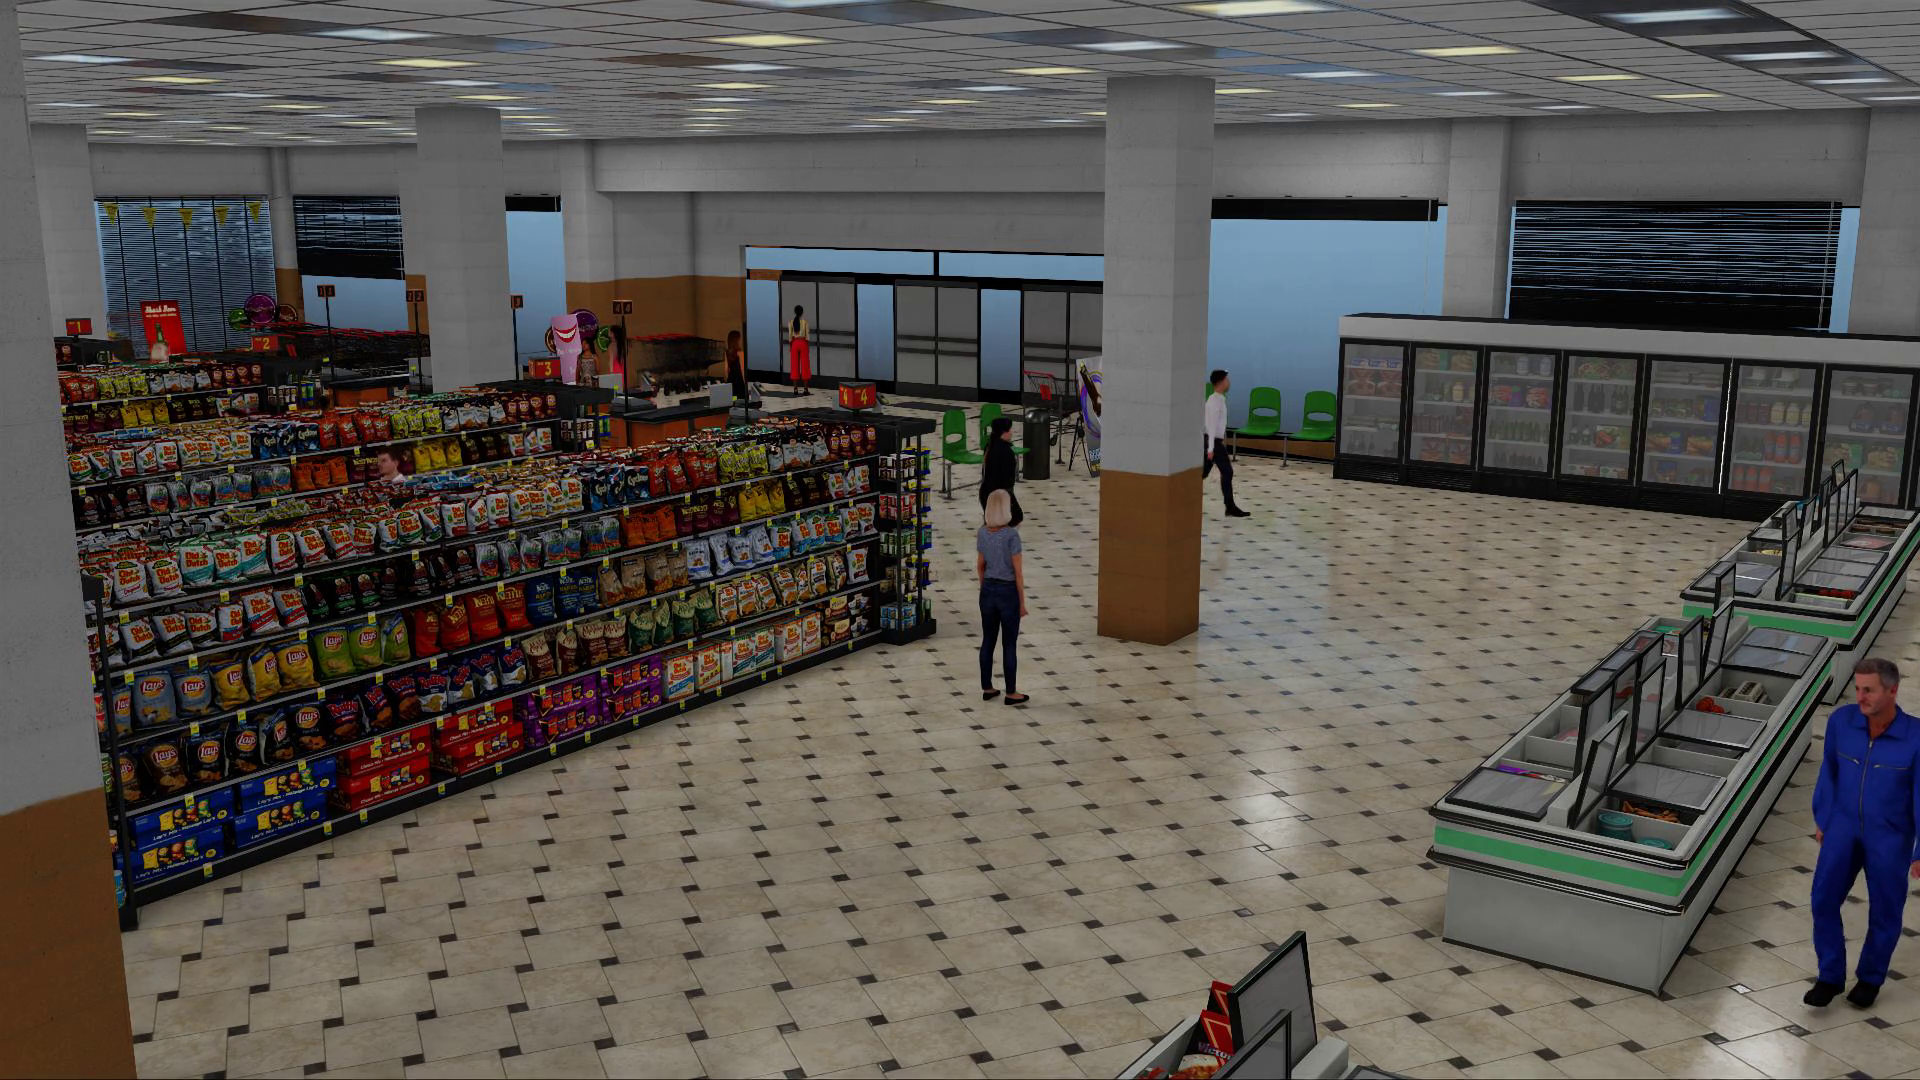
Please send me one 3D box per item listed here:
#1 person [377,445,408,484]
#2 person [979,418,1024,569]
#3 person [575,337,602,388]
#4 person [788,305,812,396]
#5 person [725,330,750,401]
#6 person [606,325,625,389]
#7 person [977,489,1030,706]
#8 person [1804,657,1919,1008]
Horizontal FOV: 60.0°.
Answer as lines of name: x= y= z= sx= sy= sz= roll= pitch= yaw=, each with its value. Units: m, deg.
person: x=-4.943 y=0.070 z=14.776 sx=0.724 sy=1.824 sz=1.119 roll=10 pitch=15 yaw=39
person: x=0.341 y=-0.460 z=17.695 sx=0.808 sy=1.658 sz=0.802 roll=-8 pitch=14 yaw=-32
person: x=-6.189 y=-2.570 z=27.746 sx=0.717 sy=1.645 sz=0.665 roll=3 pitch=12 yaw=13
person: x=-3.198 y=-3.778 z=33.125 sx=0.688 sy=1.793 sz=0.704 roll=0 pitch=12 yaw=2
person: x=-3.593 y=-2.444 z=26.689 sx=0.566 sy=1.835 sz=0.506 roll=8 pitch=14 yaw=34
person: x=-5.939 y=-2.888 z=29.097 sx=0.781 sy=1.712 sz=0.711 roll=3 pitch=12 yaw=15
person: x=0.318 y=0.446 z=13.238 sx=0.589 sy=1.722 sz=0.517 roll=9 pitch=15 yaw=38
person: x=4.577 y=1.445 z=8.292 sx=0.833 sy=1.804 sz=0.852 roll=-11 pitch=16 yaw=-43
